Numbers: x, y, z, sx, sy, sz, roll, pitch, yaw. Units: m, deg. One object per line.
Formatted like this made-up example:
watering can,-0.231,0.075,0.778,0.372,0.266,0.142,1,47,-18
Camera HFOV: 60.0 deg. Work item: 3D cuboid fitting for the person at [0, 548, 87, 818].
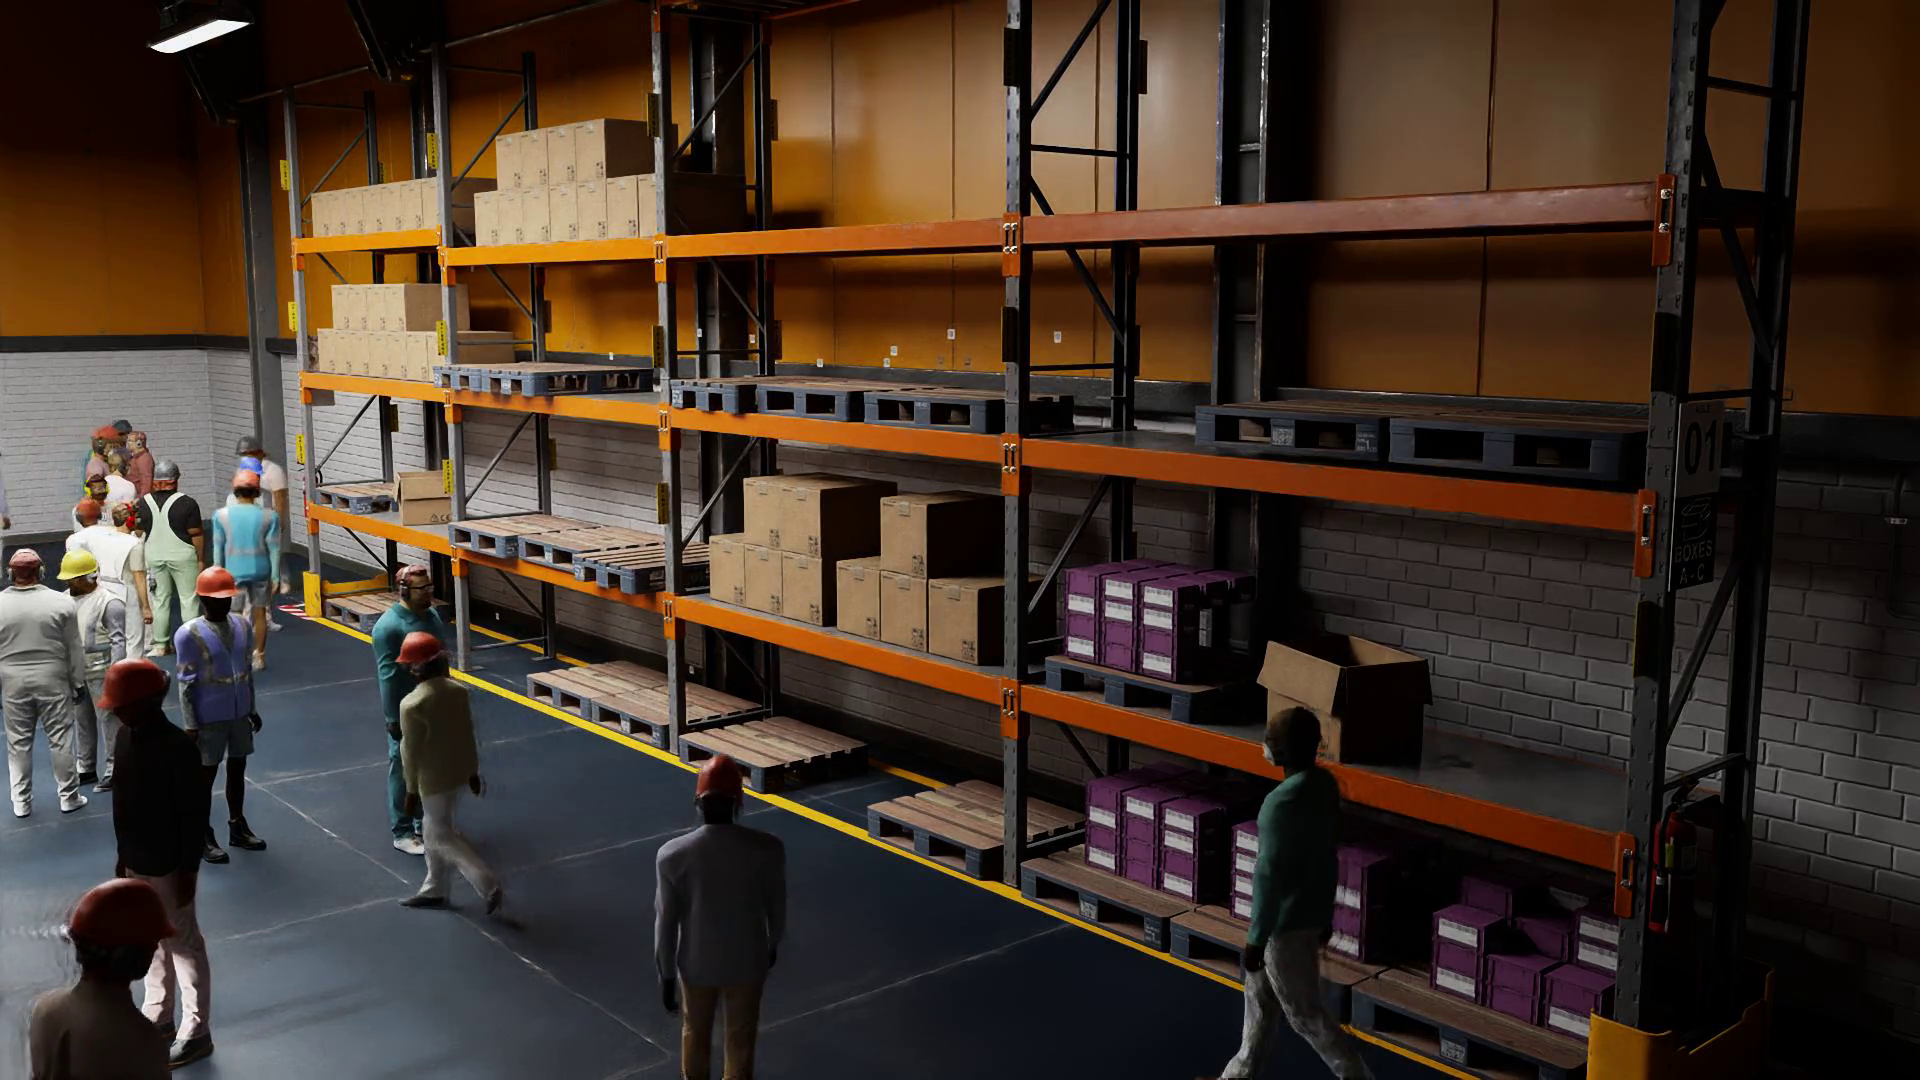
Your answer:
person,-6.537,1.009,11.780,0.650,1.913,0.409,-3,9,-20

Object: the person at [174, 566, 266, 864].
person,-4.816,1.125,10.883,0.362,1.935,0.553,4,9,29

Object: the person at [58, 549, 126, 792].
person,-6.485,0.967,12.384,0.589,1.822,0.403,3,9,20

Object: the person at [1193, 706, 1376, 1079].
person,1.507,1.665,7.276,0.956,1.911,0.637,4,9,27

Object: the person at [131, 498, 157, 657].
person,-8.353,0.379,17.101,0.511,1.641,0.307,7,11,42

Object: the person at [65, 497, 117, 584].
person,-7.921,0.520,15.458,0.892,1.842,0.591,6,10,38

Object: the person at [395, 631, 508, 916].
person,-3.001,1.387,9.814,0.750,1.723,0.569,2,8,12

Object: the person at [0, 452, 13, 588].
person,-12.370,-0.316,21.037,0.664,1.903,0.436,0,8,2

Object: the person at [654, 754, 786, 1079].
person,-1.024,1.763,7.167,0.553,1.722,0.719,-1,8,-6

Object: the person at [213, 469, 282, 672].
person,-6.911,0.328,16.153,0.636,2.022,0.705,-3,9,-20

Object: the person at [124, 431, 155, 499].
person,-11.038,-0.517,22.390,0.410,1.913,0.643,-5,10,-32

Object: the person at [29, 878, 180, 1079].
person,-2.534,1.966,5.073,0.658,1.933,0.825,4,9,27

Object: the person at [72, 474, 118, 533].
person,-8.880,0.245,17.225,0.532,1.873,0.315,-5,10,-33

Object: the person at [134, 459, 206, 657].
person,-8.059,0.182,17.082,0.683,2.000,0.538,0,8,0

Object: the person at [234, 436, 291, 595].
person,-8.585,-0.293,20.380,0.715,2.000,0.649,2,9,16

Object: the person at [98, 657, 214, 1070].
person,-3.849,1.525,7.938,0.608,1.985,0.396,5,10,33

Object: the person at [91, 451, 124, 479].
person,-11.122,-0.324,21.677,0.490,1.728,0.324,1,8,8

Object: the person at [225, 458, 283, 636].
person,-7.720,0.067,18.200,0.388,1.947,0.614,3,9,22

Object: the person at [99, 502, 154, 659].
person,-7.539,0.583,15.016,0.568,1.837,0.389,6,10,34

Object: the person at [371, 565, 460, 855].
person,-3.598,1.111,11.080,0.406,1.911,0.639,2,8,15

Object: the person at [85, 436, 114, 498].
person,-11.008,-0.372,21.338,0.377,1.931,0.624,-3,9,-22
